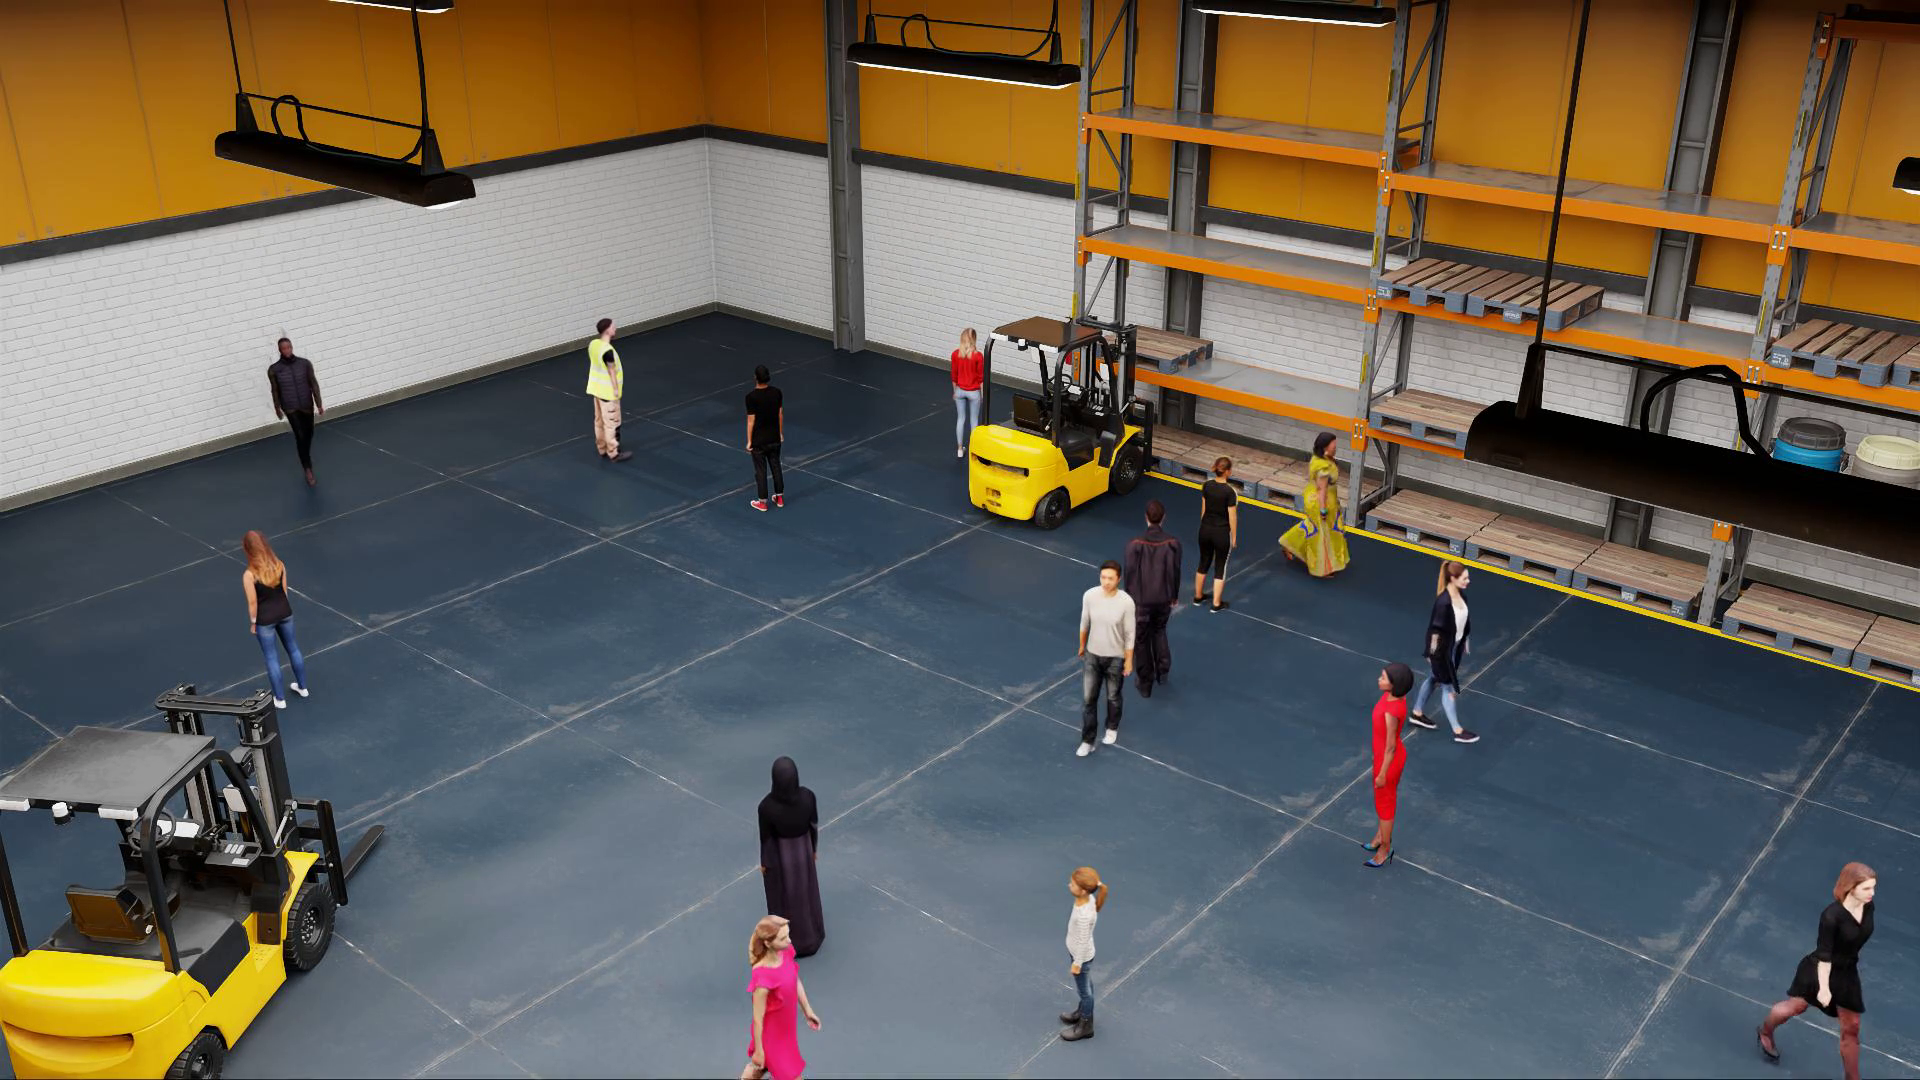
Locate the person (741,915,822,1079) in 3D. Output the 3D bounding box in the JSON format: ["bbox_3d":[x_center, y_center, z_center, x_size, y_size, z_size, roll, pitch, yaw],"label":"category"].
[{"bbox_3d":[-1.212,2.969,10.084,1.100,1.691,0.902,4,24,10],"label":"person"}]

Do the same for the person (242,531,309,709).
[{"bbox_3d":[-6.282,0.713,15.208,0.556,1.722,0.621,15,28,30],"label":"person"}]

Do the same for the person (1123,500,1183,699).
[{"bbox_3d":[1.770,0.584,15.284,0.811,1.897,0.854,-4,24,-9],"label":"person"}]

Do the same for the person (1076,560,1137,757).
[{"bbox_3d":[1.313,0.966,14.541,0.966,1.792,0.929,9,25,19],"label":"person"}]

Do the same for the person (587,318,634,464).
[{"bbox_3d":[-4.465,-1.911,21.060,0.816,1.841,0.697,-16,28,-33],"label":"person"}]

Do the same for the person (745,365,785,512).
[{"bbox_3d":[-2.294,-1.210,19.562,0.688,1.758,0.639,-16,28,-32],"label":"person"}]

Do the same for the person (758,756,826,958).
[{"bbox_3d":[-1.217,2.242,11.845,0.699,1.614,0.723,-10,25,-21],"label":"person"}]

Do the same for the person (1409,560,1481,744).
[{"bbox_3d":[4.224,0.946,14.751,0.904,1.660,0.611,20,30,37],"label":"person"}]

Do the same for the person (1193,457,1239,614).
[{"bbox_3d":[2.623,-0.066,17.060,0.462,1.665,0.662,22,32,40],"label":"person"}]

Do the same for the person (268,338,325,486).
[{"bbox_3d":[-8.151,-1.631,20.481,0.932,1.792,1.293,-15,28,-30],"label":"person"}]

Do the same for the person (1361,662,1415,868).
[{"bbox_3d":[3.307,1.730,12.854,0.646,1.743,0.638,5,24,11],"label":"person"}]

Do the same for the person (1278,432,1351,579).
[{"bbox_3d":[3.781,-0.379,17.802,1.187,1.645,1.075,2,24,5],"label":"person"}]

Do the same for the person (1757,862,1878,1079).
[{"bbox_3d":[5.469,2.748,10.634,0.904,1.655,1.149,-10,26,-22],"label":"person"}]

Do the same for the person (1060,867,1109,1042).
[{"bbox_3d":[0.819,2.741,11.075,0.618,1.316,0.567,2,24,4],"label":"person"}]

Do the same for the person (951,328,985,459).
[{"bbox_3d":[0.104,-1.869,21.134,0.573,1.705,0.738,8,25,18],"label":"person"}]
